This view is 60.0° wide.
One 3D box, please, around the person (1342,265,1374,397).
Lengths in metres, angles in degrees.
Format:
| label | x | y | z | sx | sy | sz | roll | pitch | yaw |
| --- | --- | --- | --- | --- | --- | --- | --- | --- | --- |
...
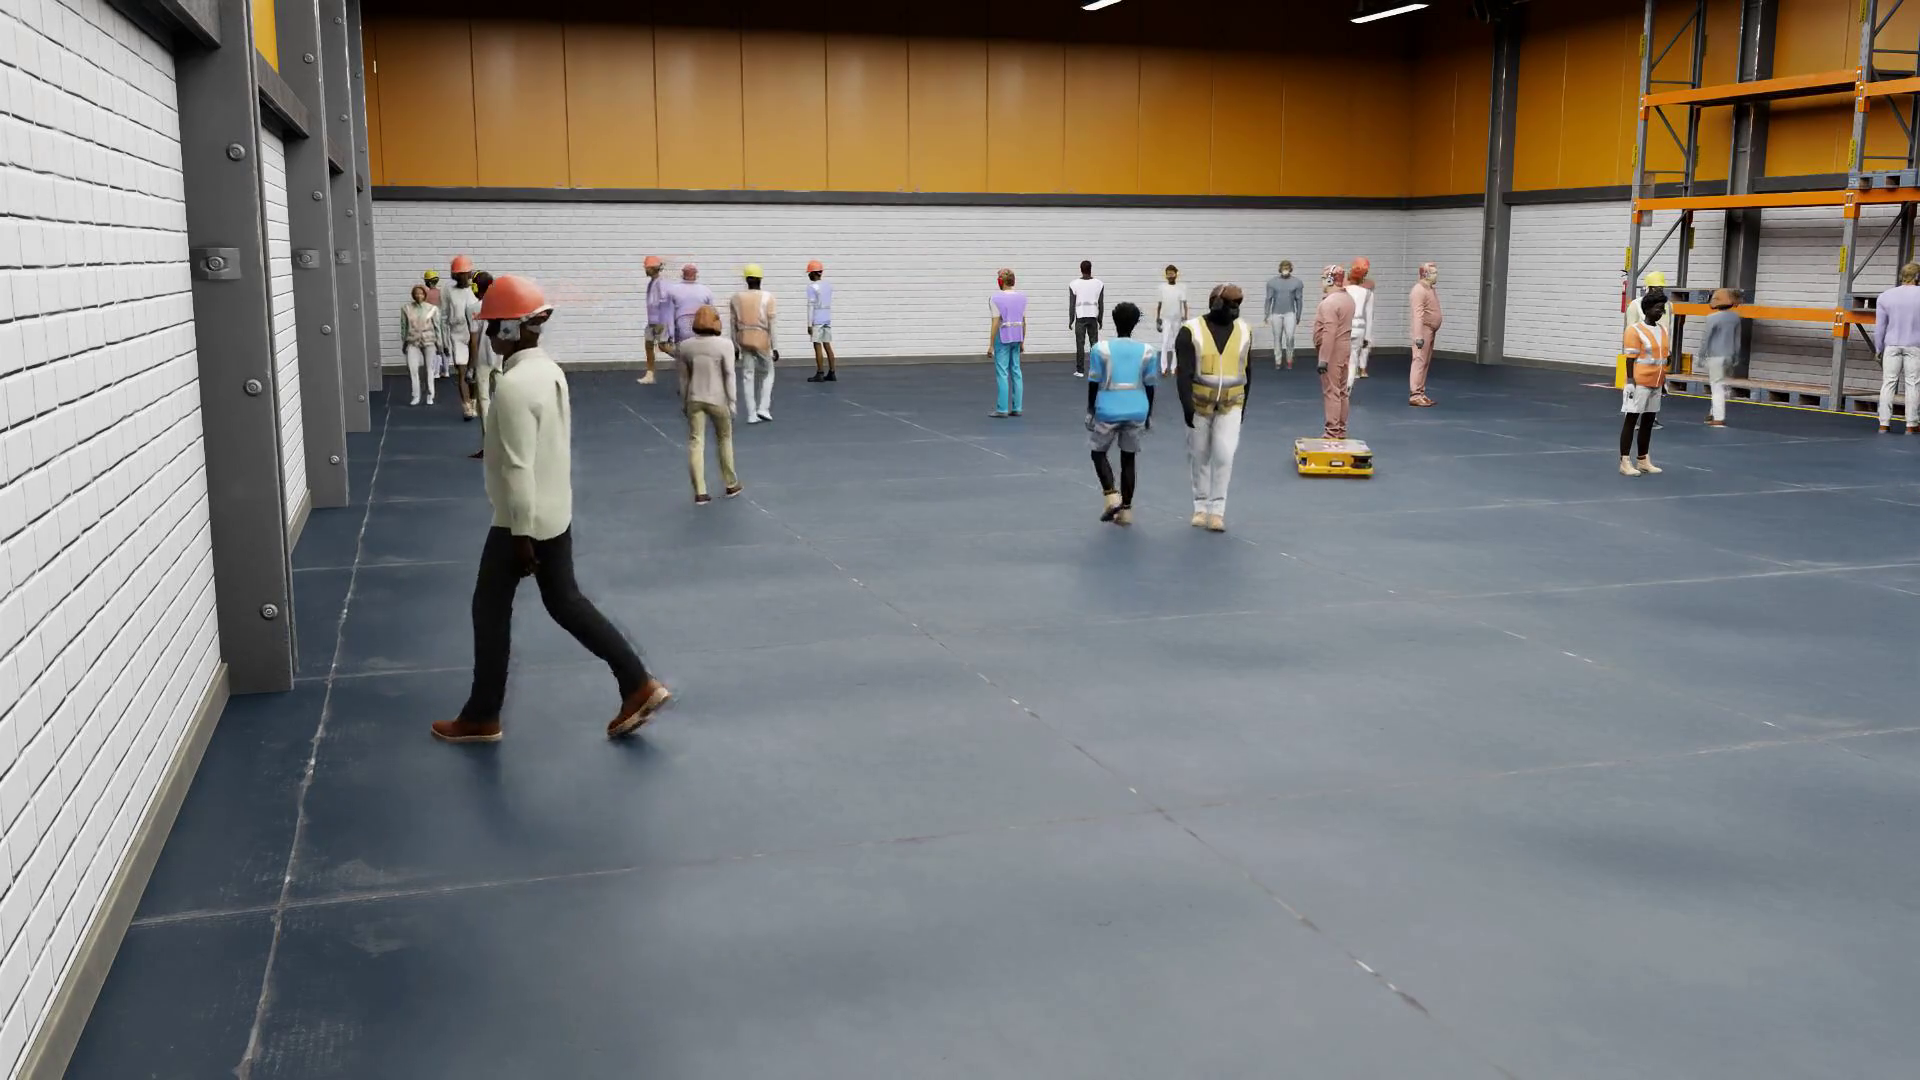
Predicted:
| label | x | y | z | sx | sy | sz | roll | pitch | yaw |
| --- | --- | --- | --- | --- | --- | --- | --- | --- | --- |
| person | 5.326 | -2.804 | 22.702 | 0.616 | 1.871 | 0.453 | -1 | 10 | -4 |

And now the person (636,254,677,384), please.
| label | x | y | z | sx | sy | sz | roll | pitch | yaw |
| --- | --- | --- | --- | --- | --- | --- | --- | --- | --- |
| person | -4.656 | -3.451 | 26.018 | 0.830 | 2.023 | 0.613 | -7 | 12 | -35 |

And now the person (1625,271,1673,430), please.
| label | x | y | z | sx | sy | sz | roll | pitch | yaw |
| --- | --- | --- | --- | --- | --- | --- | --- | --- | --- |
| person | 7.979 | -2.184 | 19.229 | 0.600 | 1.830 | 0.403 | -3 | 10 | -15 |

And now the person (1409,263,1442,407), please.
| label | x | y | z | sx | sy | sz | roll | pitch | yaw |
| --- | --- | --- | --- | --- | --- | --- | --- | --- | --- |
| person | 6.231 | -2.742 | 22.247 | 0.408 | 1.906 | 0.652 | 5 | 11 | 27 |

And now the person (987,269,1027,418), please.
| label | x | y | z | sx | sy | sz | roll | pitch | yaw |
| --- | --- | --- | --- | --- | --- | --- | --- | --- | --- |
| person | 0.591 | -2.430 | 20.614 | 0.575 | 1.843 | 0.374 | -8 | 13 | -40 |

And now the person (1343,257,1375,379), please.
| label | x | y | z | sx | sy | sz | roll | pitch | yaw |
| --- | --- | --- | --- | --- | --- | --- | --- | --- | --- |
| person | 6.480 | -3.599 | 27.023 | 0.619 | 1.979 | 0.439 | -2 | 10 | -13 |

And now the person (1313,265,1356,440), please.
| label | x | y | z | sx | sy | sz | roll | pitch | yaw |
| --- | --- | --- | --- | --- | --- | --- | --- | --- | --- |
| person | 3.953 | -1.961 | 17.724 | 0.401 | 1.910 | 0.640 | 6 | 12 | 32 |

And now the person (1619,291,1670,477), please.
| label | x | y | z | sx | sy | sz | roll | pitch | yaw |
| --- | --- | --- | --- | --- | --- | --- | --- | --- | --- |
| person | 6.297 | -1.431 | 15.272 | 0.532 | 1.694 | 0.319 | -5 | 11 | -28 |

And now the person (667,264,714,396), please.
| label | x | y | z | sx | sy | sz | roll | pitch | yaw |
| --- | --- | --- | --- | --- | --- | --- | --- | --- | --- |
| person | -3.767 | -2.906 | 23.293 | 0.663 | 1.870 | 0.878 | -2 | 10 | -10 |

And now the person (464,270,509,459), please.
| label | x | y | z | sx | sy | sz | roll | pitch | yaw |
| --- | --- | --- | --- | --- | --- | --- | --- | --- | --- |
| person | -4.699 | -1.735 | 16.525 | 0.310 | 1.868 | 0.534 | 7 | 12 | 35 |

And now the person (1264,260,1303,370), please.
| label | x | y | z | sx | sy | sz | roll | pitch | yaw |
| --- | --- | --- | --- | --- | --- | --- | --- | --- | --- |
| person | 5.640 | -3.922 | 29.060 | 0.650 | 1.919 | 0.642 | 2 | 10 | 14 |

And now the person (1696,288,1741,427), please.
| label | x | y | z | sx | sy | sz | roll | pitch | yaw |
| --- | --- | --- | --- | --- | --- | --- | --- | --- | --- |
| person | 8.906 | -2.155 | 19.657 | 0.523 | 1.614 | 0.557 | -4 | 11 | -23 |

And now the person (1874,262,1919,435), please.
| label | x | y | z | sx | sy | sz | roll | pitch | yaw |
| --- | --- | --- | --- | --- | --- | --- | --- | --- | --- |
| person | 10.653 | -2.153 | 18.765 | 0.627 | 1.933 | 0.371 | 8 | 13 | 40 |

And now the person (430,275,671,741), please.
| label | x | y | z | sx | sy | sz | roll | pitch | yaw |
| --- | --- | --- | --- | --- | --- | --- | --- | --- | --- |
| person | -1.714 | -0.112 | 6.888 | 0.971 | 1.959 | 0.632 | 1 | 10 | 7 |

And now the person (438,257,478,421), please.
| label | x | y | z | sx | sy | sz | roll | pitch | yaw |
| --- | --- | --- | --- | --- | --- | --- | --- | --- | --- |
| person | -6.049 | -2.465 | 20.409 | 0.625 | 1.991 | 1.049 | -4 | 10 | -21 |

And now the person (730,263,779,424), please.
| label | x | y | z | sx | sy | sz | roll | pitch | yaw |
| --- | --- | --- | --- | --- | --- | --- | --- | --- | --- |
| person | -2.439 | -2.348 | 19.939 | 0.622 | 1.908 | 0.533 | 2 | 10 | 13 |

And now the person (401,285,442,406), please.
| label | x | y | z | sx | sy | sz | roll | pitch | yaw |
| --- | --- | --- | --- | --- | --- | --- | --- | --- | --- |
| person | -7.194 | -2.588 | 22.202 | 0.531 | 1.612 | 0.660 | -2 | 10 | -10 |

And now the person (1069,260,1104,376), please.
| label | x | y | z | sx | sy | sz | roll | pitch | yaw |
| --- | --- | --- | --- | --- | --- | --- | --- | --- | --- |
| person | 2.089 | -3.664 | 27.555 | 0.590 | 1.917 | 0.396 | -1 | 10 | -8 |

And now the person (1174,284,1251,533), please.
| label | x | y | z | sx | sy | sz | roll | pitch | yaw |
| --- | --- | --- | --- | --- | --- | --- | --- | --- | --- |
| person | 1.876 | -0.967 | 12.261 | 0.601 | 1.807 | 0.671 | 0 | 10 | -1 |

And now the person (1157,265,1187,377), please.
| label | x | y | z | sx | sy | sz | roll | pitch | yaw |
| --- | --- | --- | --- | --- | --- | --- | --- | --- | --- |
| person | 3.487 | -3.585 | 27.343 | 0.515 | 1.829 | 0.936 | 2 | 10 | 9 |

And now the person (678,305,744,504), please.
| label | x | y | z | sx | sy | sz | roll | pitch | yaw |
| --- | --- | --- | --- | --- | --- | --- | --- | --- | --- |
| person | -2.038 | -1.124 | 13.719 | 0.523 | 1.600 | 0.752 | 2 | 10 | 11 |

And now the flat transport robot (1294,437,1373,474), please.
| label | x | y | z | sx | sy | sz | roll | pitch | yaw |
| --- | --- | --- | --- | --- | --- | --- | --- | --- | --- |
| flat transport robot | 3.518 | -0.801 | 15.737 | 0.652 | 0.197 | 1.431 | 2 | 10 | 9 |

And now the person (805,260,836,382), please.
| label | x | y | z | sx | sy | sz | roll | pitch | yaw |
| --- | --- | --- | --- | --- | --- | --- | --- | --- | --- |
| person | -2.256 | -3.466 | 26.415 | 0.425 | 1.924 | 0.560 | 7 | 12 | 33 |

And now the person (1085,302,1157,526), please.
| label | x | y | z | sx | sy | sz | roll | pitch | yaw |
| --- | --- | --- | --- | --- | --- | --- | --- | --- | --- |
| person | 1.201 | -0.938 | 12.443 | 0.548 | 1.678 | 0.369 | -2 | 10 | -11 |

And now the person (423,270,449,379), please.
| label | x | y | z | sx | sy | sz | roll | pitch | yaw |
| --- | --- | --- | --- | --- | --- | --- | --- | --- | --- |
| person | -8.536 | -3.490 | 26.983 | 0.314 | 1.769 | 0.524 | 4 | 11 | 23 |
